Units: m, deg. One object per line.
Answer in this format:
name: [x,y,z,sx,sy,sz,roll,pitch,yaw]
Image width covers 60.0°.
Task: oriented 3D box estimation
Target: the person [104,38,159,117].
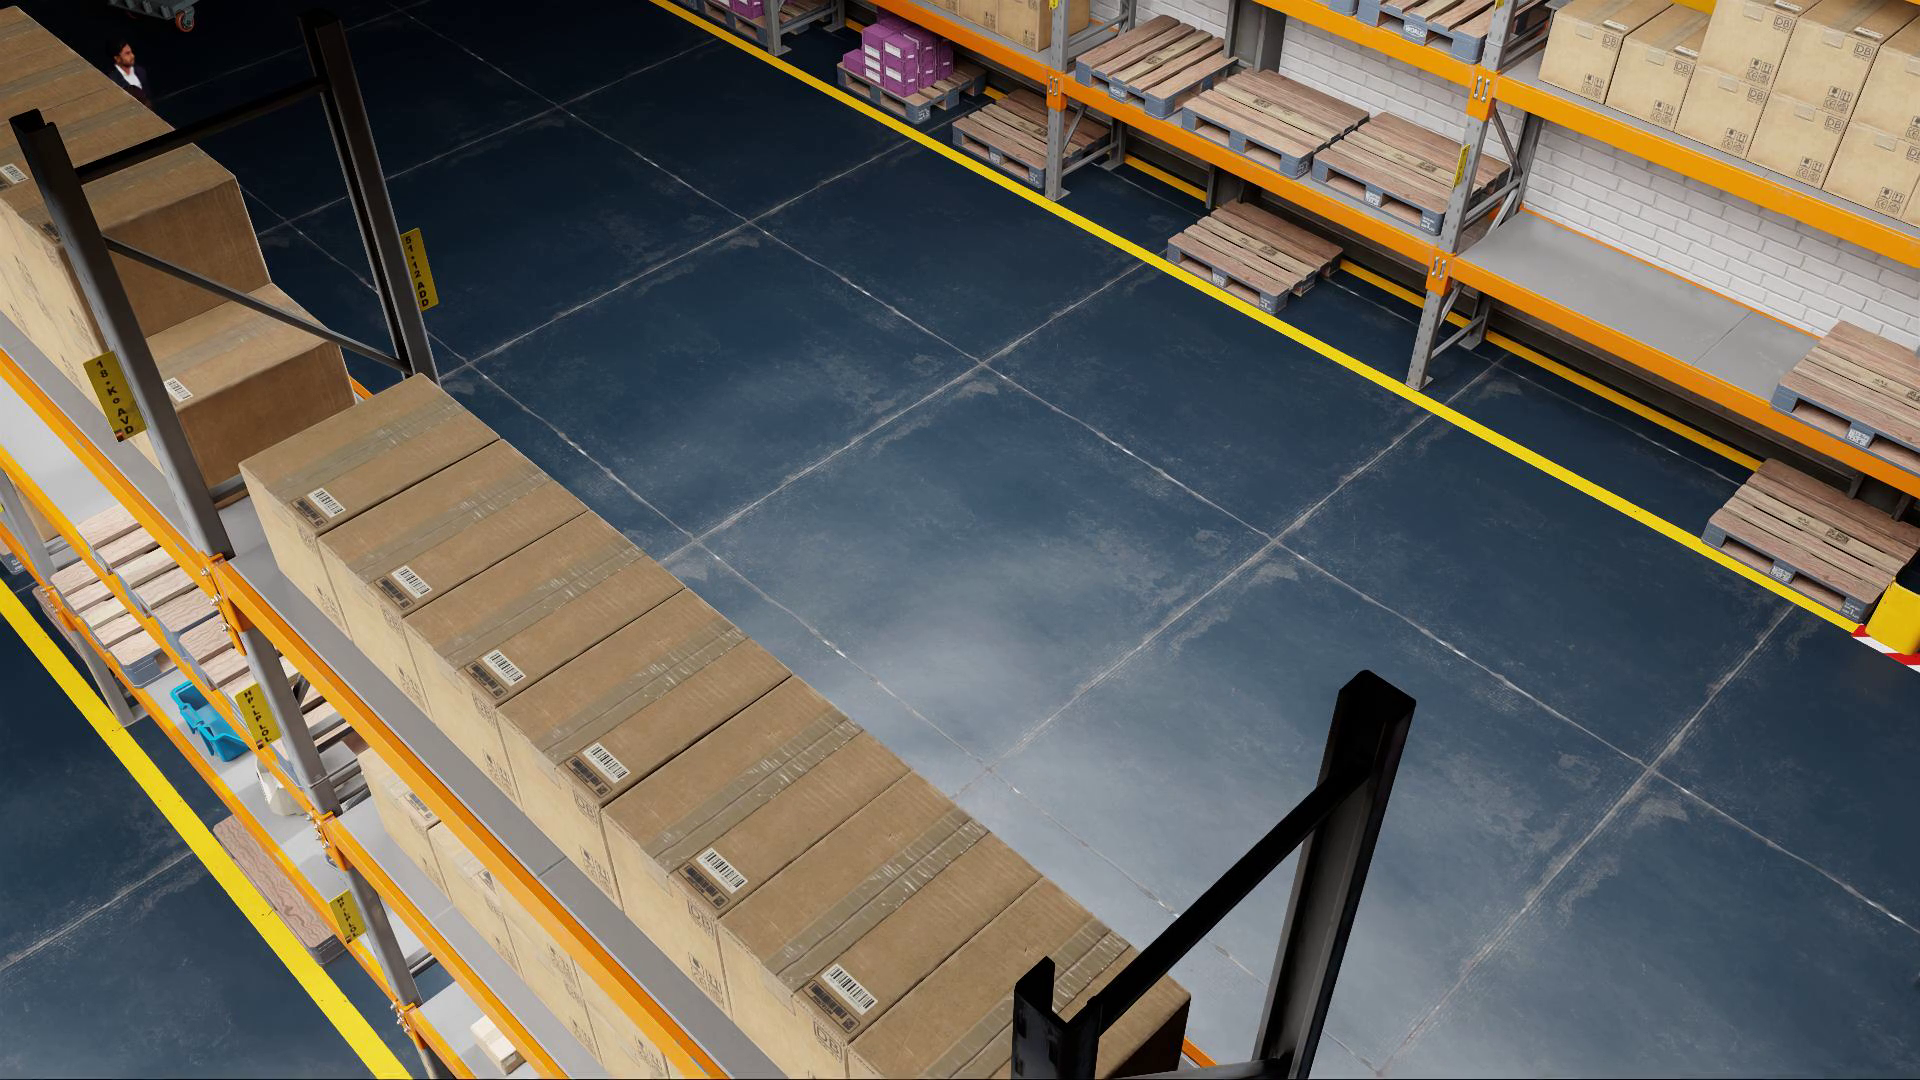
person: [-7.345,-3.643,14.791,1.062,1.706,0.879,17,46,17]
